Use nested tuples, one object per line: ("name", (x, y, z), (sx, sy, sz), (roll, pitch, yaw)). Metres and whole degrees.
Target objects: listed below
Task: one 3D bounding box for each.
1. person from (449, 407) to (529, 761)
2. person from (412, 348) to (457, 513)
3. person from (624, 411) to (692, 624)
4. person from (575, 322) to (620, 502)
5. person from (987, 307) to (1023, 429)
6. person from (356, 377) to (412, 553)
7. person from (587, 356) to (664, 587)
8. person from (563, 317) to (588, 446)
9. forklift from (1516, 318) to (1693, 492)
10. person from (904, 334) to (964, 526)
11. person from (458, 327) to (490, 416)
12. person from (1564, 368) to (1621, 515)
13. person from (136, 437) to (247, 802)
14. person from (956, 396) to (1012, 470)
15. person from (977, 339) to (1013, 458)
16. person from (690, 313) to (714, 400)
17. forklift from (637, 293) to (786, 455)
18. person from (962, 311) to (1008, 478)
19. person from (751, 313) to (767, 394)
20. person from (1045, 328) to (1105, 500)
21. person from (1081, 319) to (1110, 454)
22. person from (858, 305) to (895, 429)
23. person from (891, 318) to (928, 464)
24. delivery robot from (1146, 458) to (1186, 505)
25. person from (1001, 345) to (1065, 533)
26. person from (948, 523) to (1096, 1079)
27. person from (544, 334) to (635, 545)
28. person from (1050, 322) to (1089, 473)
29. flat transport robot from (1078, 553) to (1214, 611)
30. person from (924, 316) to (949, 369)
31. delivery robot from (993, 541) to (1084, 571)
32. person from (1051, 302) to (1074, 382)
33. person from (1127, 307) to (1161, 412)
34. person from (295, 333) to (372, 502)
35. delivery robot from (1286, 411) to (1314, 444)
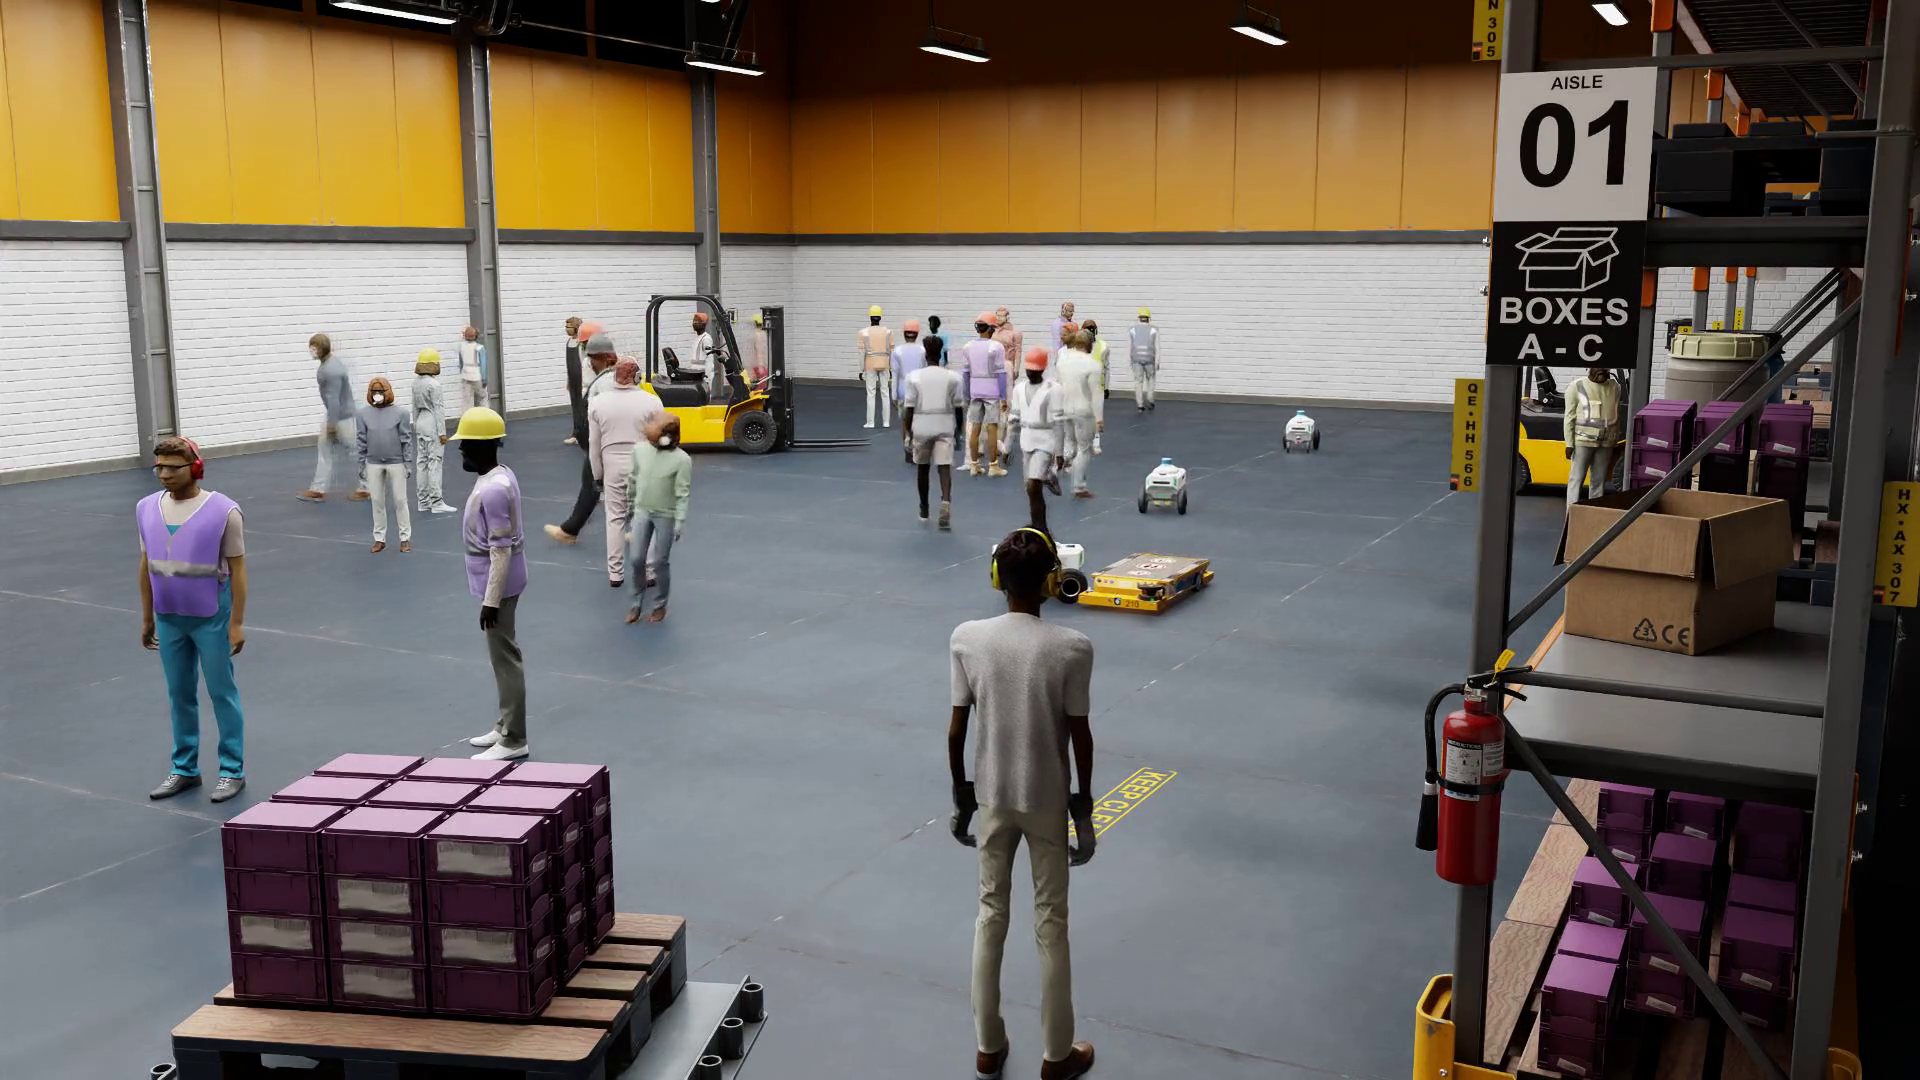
("person", (-2.531, 0.241, 9.003), (0.371, 1.929, 0.585), (-3, 10, -14))
("person", (-5.604, -1.161, 17.657), (0.494, 1.743, 0.305), (8, 13, 40))
("person", (-2.242, -0.162, 12.274), (0.575, 1.595, 0.473), (2, 10, 12))
("person", (-3.881, -1.364, 18.082), (0.878, 1.995, 0.615), (3, 10, 17))
("person", (0.641, -2.687, 26.016), (0.637, 1.910, 0.406), (5, 11, 26))
("person", (-5.271, -0.687, 15.258), (0.501, 1.626, 0.281), (-1, 10, -4))
("person", (-2.711, -0.560, 13.704), (0.652, 1.906, 0.402), (0, 10, 2))
("person", (-5.450, -2.265, 23.762), (0.505, 1.842, 0.346), (8, 13, 40))
("forklift", (7.066, -1.601, 18.899), (2.313, 2.155, 1.214), (5, 11, 27))
("person", (-0.257, -1.100, 16.769), (0.613, 1.941, 0.851), (-1, 10, -5))
("person", (-7.462, -2.476, 25.633), (0.541, 1.602, 0.705), (4, 10, 20))
("person", (6.195, -0.967, 16.273), (0.596, 1.832, 0.404), (-2, 10, -11))
("person", (-3.850, 0.393, 8.372), (0.570, 1.842, 0.384), (2, 10, 10))
("person", (0.295, -1.672, 20.984), (0.622, 1.620, 0.514), (-3, 10, -17))
("person", (0.396, -1.881, 22.236), (0.652, 1.613, 0.296), (-2, 10, -10))
("person", (-3.744, -2.347, 24.114), (0.346, 1.883, 0.584), (-4, 11, -23))
("forklift", (-3.588, -2.317, 23.042), (2.313, 2.155, 1.214), (-1, 10, -5))
("person", (0.322, -1.783, 20.403), (0.607, 2.041, 0.377), (6, 12, 32))
("person", (-3.326, -2.885, 27.589), (0.428, 1.750, 0.544), (-1, 10, -8))
("person", (1.272, -1.377, 18.420), (0.538, 1.920, 0.643), (-7, 12, -36))
("person", (1.749, -2.088, 22.739), (0.619, 1.845, 0.430), (-1, 10, -7))
("person", (-1.312, -2.704, 26.055), (0.587, 1.928, 0.363), (-3, 10, -18))
("person", (-0.616, -1.910, 21.549), (0.559, 1.909, 0.801), (0, 10, -2))
("delivery robot", (2.198, -0.628, 17.737), (0.477, 0.478, 0.707), (3, 10, 15))
("person", (0.639, -0.835, 15.305), (0.706, 1.897, 0.594), (-10, 14, -44))
("person", (0.206, 0.877, 5.505), (0.512, 1.867, 0.330), (4, 10, 20))
("person", (-3.403, -0.965, 15.659), (1.018, 2.000, 0.705), (0, 10, -3))
("person", (1.385, -1.780, 20.831), (0.341, 1.882, 0.587), (-6, 12, -32))
("flat transport robot", (1.516, 0.318, 13.349), (0.652, 0.197, 1.431), (5, 11, 25))
("person", (-0.410, -3.155, 29.473), (0.903, 1.653, 0.525), (-8, 12, -38))
("delivery robot", (0.617, 0.155, 13.201), (0.707, 0.478, 0.477), (-1, 10, -3))
("person", (1.832, -3.143, 28.676), (0.407, 1.902, 0.638), (6, 11, 30))
("person", (3.200, -3.126, 28.845), (0.591, 1.805, 0.622), (2, 10, 14))
("person", (-6.893, -1.323, 18.220), (0.935, 1.874, 0.636), (-6, 12, -33))
("delivery robot", (4.726, -1.551, 23.082), (0.477, 0.478, 0.707), (3, 10, 15))
